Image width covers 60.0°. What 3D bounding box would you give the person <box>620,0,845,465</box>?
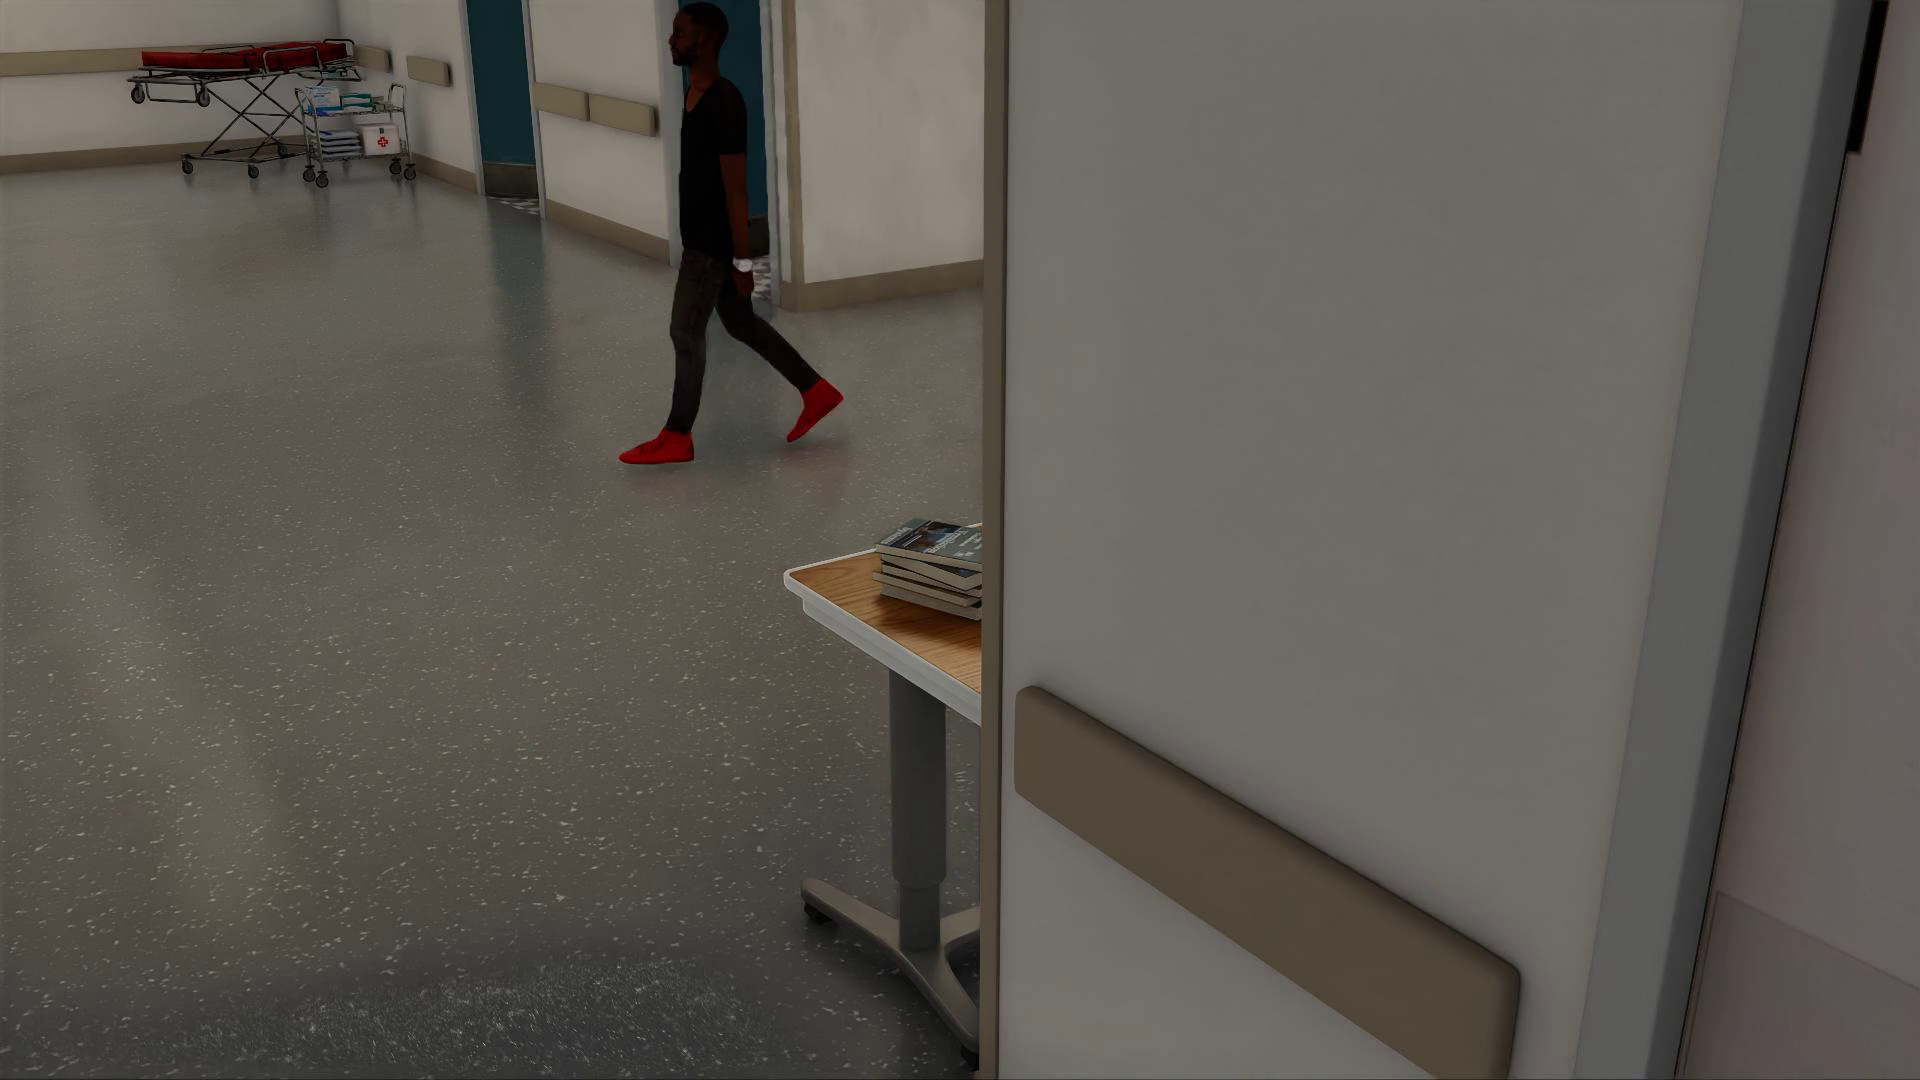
[{"bbox_3d":[-0.875,-1.179,6.599,0.929,1.780,1.200,-7,22,-19],"label":"person"}]
